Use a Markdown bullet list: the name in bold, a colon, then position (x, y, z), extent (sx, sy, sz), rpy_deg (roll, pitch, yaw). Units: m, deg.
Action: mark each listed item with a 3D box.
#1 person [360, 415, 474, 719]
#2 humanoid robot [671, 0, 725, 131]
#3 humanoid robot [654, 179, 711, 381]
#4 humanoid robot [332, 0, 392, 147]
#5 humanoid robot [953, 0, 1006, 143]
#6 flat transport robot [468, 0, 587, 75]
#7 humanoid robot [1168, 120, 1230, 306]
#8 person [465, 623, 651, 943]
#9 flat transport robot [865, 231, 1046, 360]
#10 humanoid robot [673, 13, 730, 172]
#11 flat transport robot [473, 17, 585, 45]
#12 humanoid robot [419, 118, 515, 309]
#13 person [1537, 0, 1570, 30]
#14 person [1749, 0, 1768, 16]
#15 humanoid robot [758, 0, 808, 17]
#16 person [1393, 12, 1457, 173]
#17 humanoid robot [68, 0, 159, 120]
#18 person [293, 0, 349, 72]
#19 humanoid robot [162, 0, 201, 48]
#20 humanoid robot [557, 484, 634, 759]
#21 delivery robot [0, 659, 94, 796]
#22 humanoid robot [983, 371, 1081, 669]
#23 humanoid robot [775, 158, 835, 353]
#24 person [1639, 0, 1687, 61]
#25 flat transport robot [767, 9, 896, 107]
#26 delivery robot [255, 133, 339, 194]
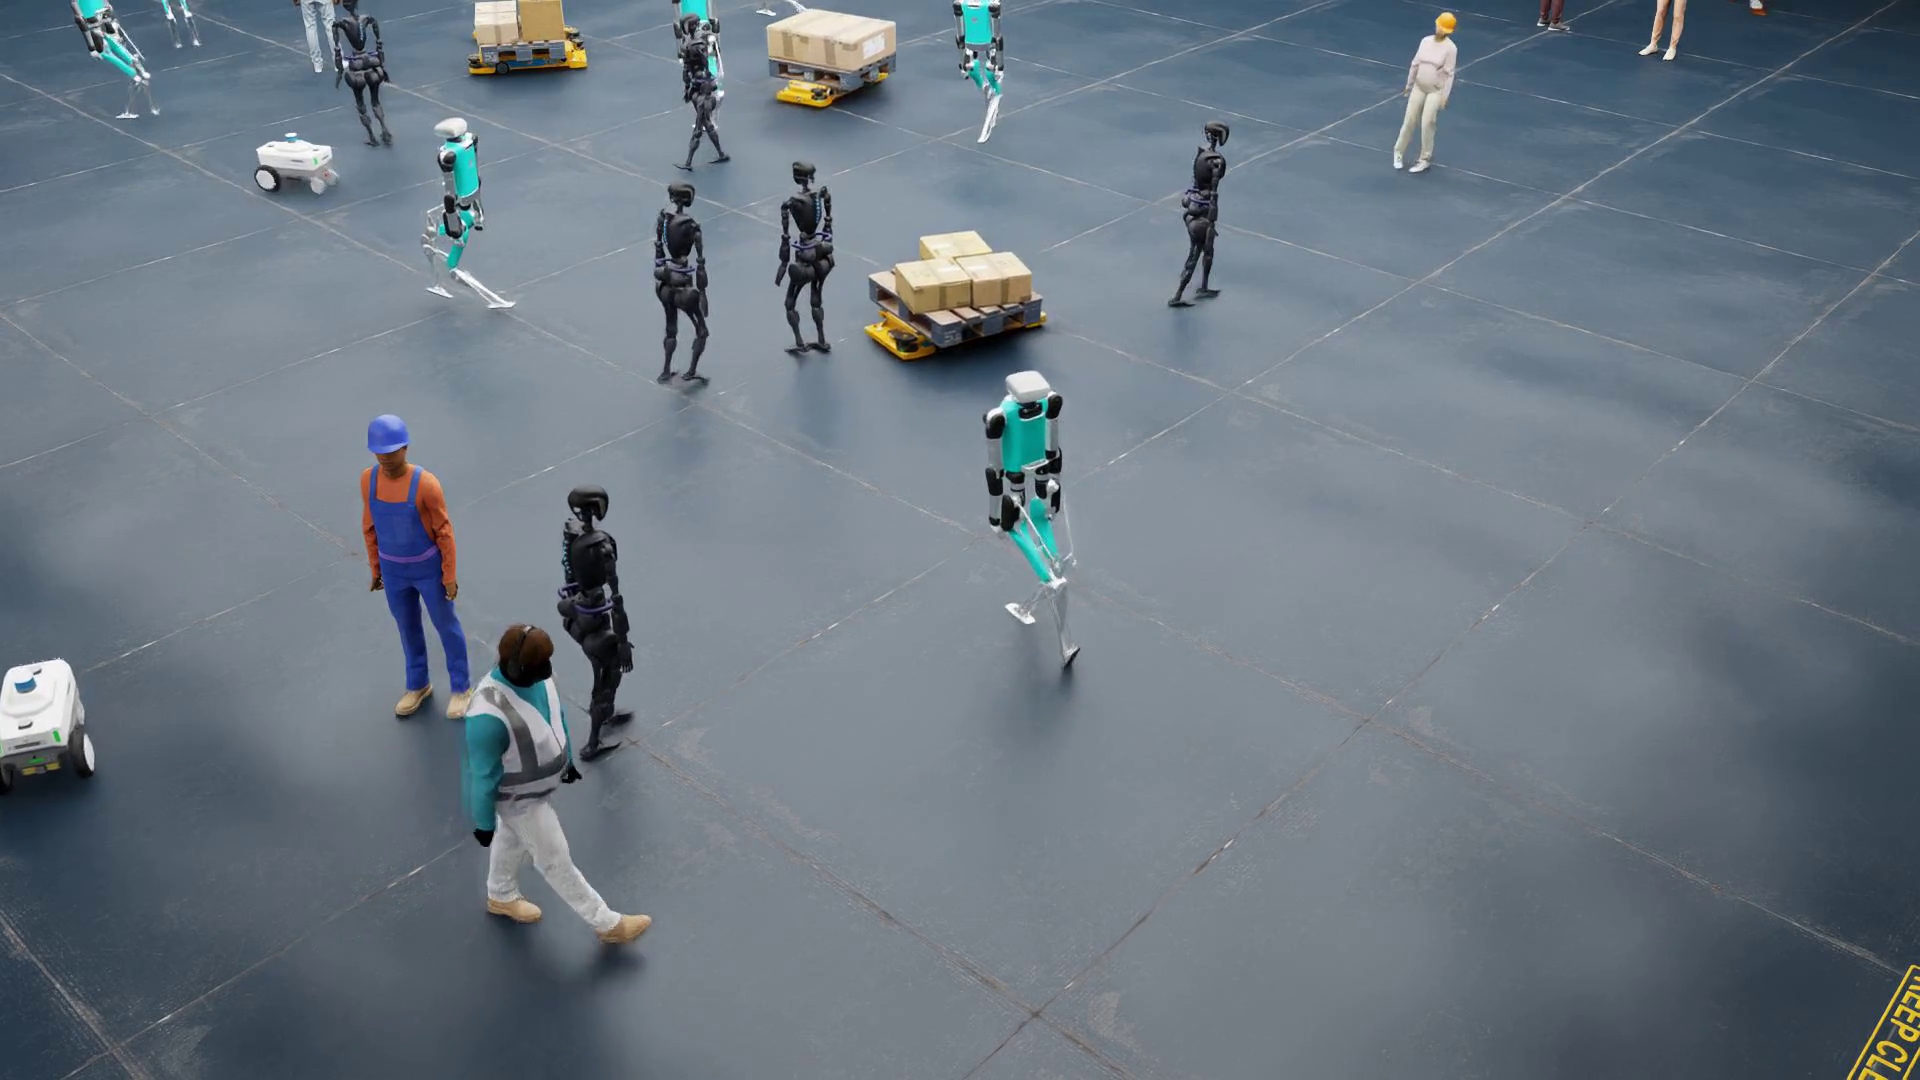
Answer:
- **person**: position (-3.072, 0.156, 9.347), extent (0.517, 1.912, 0.362), rpy_deg (4, 32, 7)
- **humanoid robot**: position (-2.815, -5.381, 18.369), extent (0.533, 1.744, 0.649), rpy_deg (-18, 36, -26)
- **humanoid robot**: position (-2.203, -2.034, 13.105), extent (0.616, 1.638, 0.371), rpy_deg (26, 40, 35)
- **humanoid robot**: position (-6.502, -5.107, 18.045), extent (0.595, 1.658, 0.320), rpy_deg (-28, 41, -37)
- **humanoid robot**: position (0.307, -5.273, 18.306), extent (0.555, 1.840, 0.882), rpy_deg (11, 34, 17)
- **flat transport robot**: position (-5.462, -6.117, 21.003), extent (1.431, 0.231, 0.659), rpy_deg (-7, 33, -11)
- **humanoid robot**: position (2.103, -2.820, 14.370), extent (0.549, 1.632, 0.609), rpy_deg (-5, 32, -7)
- **person**: position (-1.954, 1.172, 7.836), extent (0.963, 1.778, 0.677), rpy_deg (5, 32, 8)
- **flat transport robot**: position (-0.031, -1.879, 14.179), extent (1.431, 0.231, 0.659), rpy_deg (-19, 36, -27)
- **humanoid robot**: position (-2.779, -4.694, 17.403), extent (0.735, 1.625, 0.613), rpy_deg (-19, 37, -28)
- **flat transport robot**: position (-5.667, -6.629, 21.828), extent (1.431, 0.231, 0.659), rpy_deg (21, 38, 30)
- **humanoid robot**: position (-4.413, -2.754, 14.234), extent (1.047, 1.757, 0.557), rpy_deg (7, 33, 11)
- **person**: position (8.049, -7.748, 22.165), extent (0.372, 1.810, 0.553), rpy_deg (-10, 33, -16)
- **person**: position (11.165, -8.105, 22.741), extent (0.531, 1.810, 0.436), rpy_deg (-14, 34, -21)
- **humanoid robot**: position (-2.484, -7.851, 22.431), extent (1.042, 1.734, 0.545), rpy_deg (9, 33, 14)
- **person**: position (4.871, -4.675, 17.351), extent (0.408, 1.667, 0.534), rpy_deg (-27, 41, -36)
- **humanoid robot**: position (-9.524, -5.623, 18.829), extent (0.801, 1.785, 0.551), rpy_deg (10, 33, 16)
- **person**: position (-7.932, -6.719, 20.412), extent (0.592, 1.919, 0.392), rpy_deg (-4, 32, -7)
- **humanoid robot**: position (-10.163, -7.173, 21.333), extent (0.535, 1.822, 0.664), rpy_deg (-19, 37, -28)
- **humanoid robot**: position (-2.000, 0.438, 9.114), extent (0.446, 1.643, 0.608), rpy_deg (-25, 39, -34)
- **delivery robot**: position (-5.125, 1.027, 9.247), extent (0.499, 0.614, 0.797), rpy_deg (-11, 33, -17)
- **humanoid robot**: position (0.562, -0.078, 9.907), extent (0.541, 1.774, 0.947), rpy_deg (-20, 37, -29)
- **humanoid robot**: position (-1.234, -2.304, 13.520), extent (0.336, 1.649, 0.592), rpy_deg (24, 39, 34)
- **person**: position (9.014, -7.017, 20.931), extent (0.350, 1.875, 0.511), rpy_deg (-27, 41, -36)
- **flat transport robot**: position (-1.541, -5.538, 20.071), extent (0.659, 0.231, 1.431), rpy_deg (17, 36, 26)
- **delivery robot**: position (-6.841, -3.896, 17.143), extent (0.766, 0.580, 0.499), rpy_deg (7, 33, 11)
